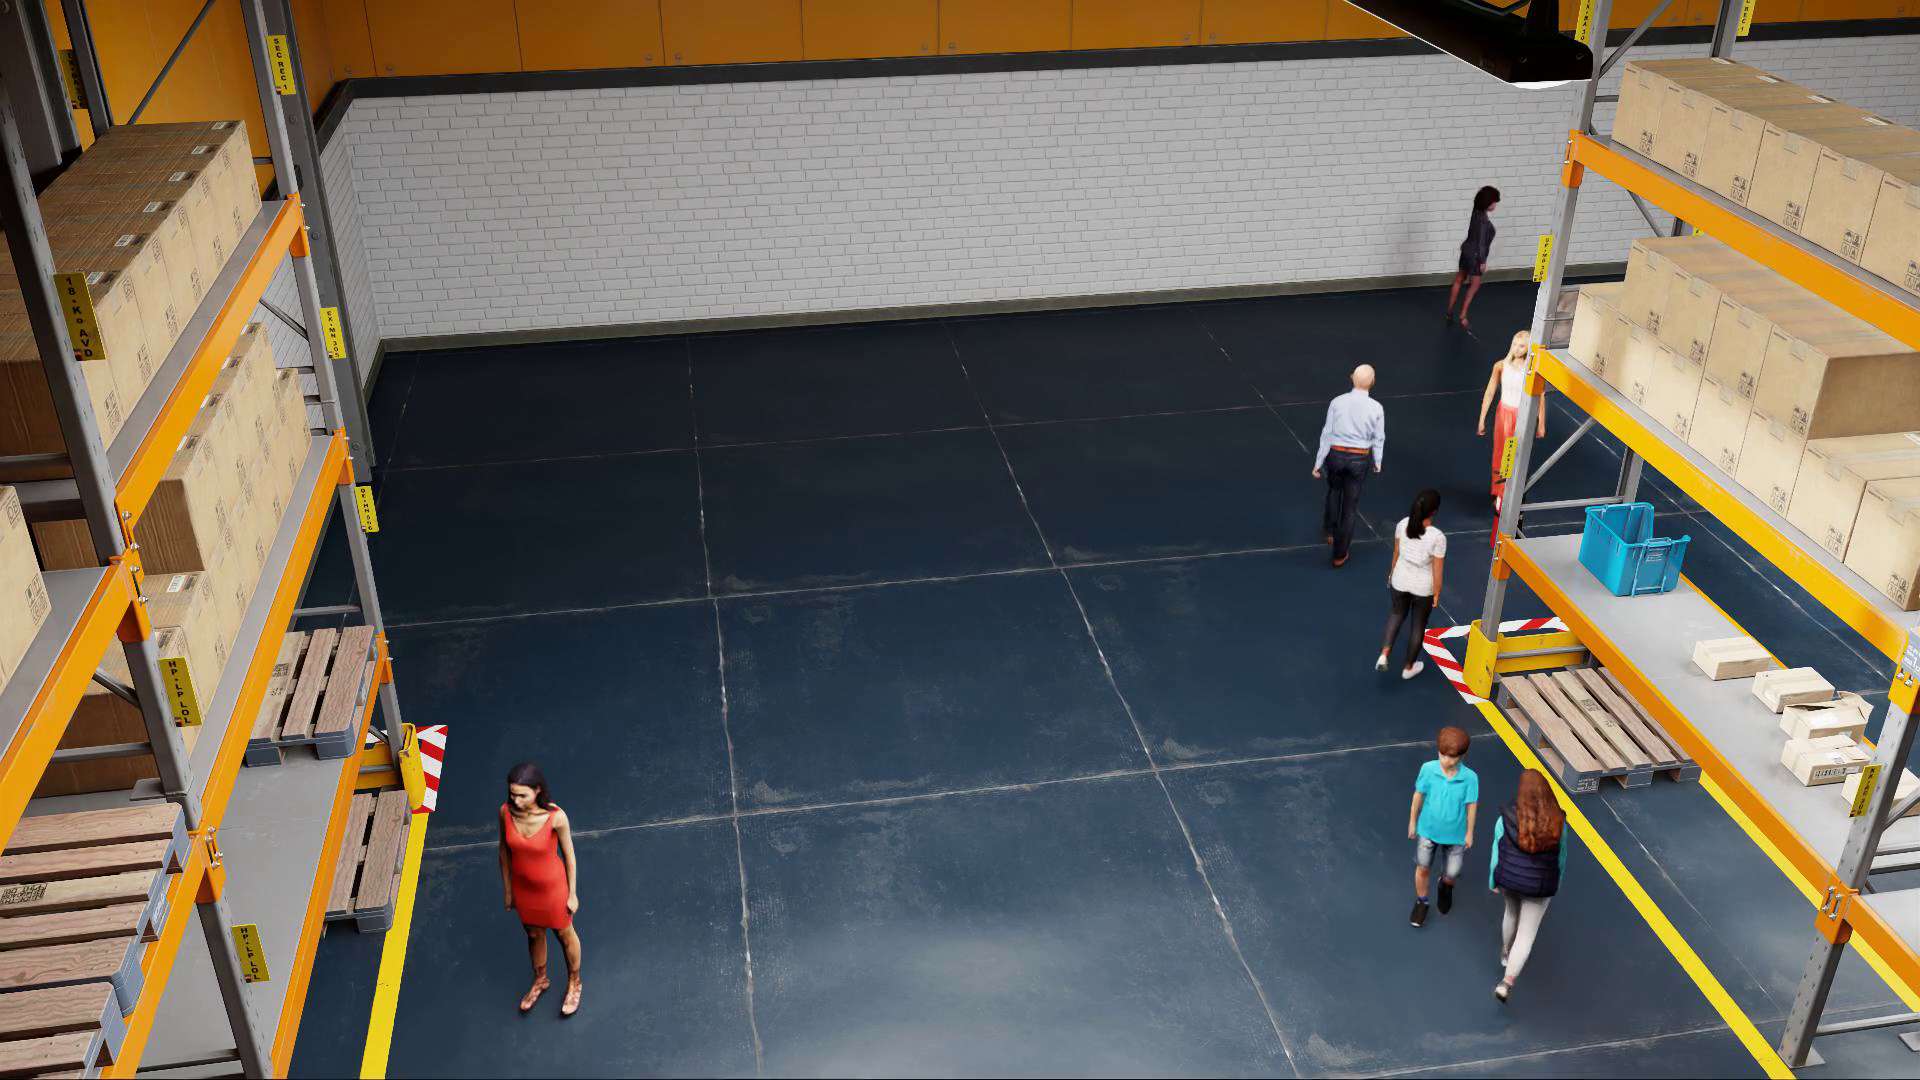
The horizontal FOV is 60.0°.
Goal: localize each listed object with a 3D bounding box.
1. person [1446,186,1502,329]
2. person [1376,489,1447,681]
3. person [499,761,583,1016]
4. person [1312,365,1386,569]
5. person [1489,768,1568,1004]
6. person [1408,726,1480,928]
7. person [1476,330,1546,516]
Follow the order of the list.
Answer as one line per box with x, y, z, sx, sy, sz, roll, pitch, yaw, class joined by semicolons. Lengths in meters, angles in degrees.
5.899;-3.273;19.211;0.783;1.681;0.608;-5;29;-9;person
3.392;0.376;12.568;0.829;1.636;0.871;23;36;36;person
-2.395;1.985;9.533;0.653;1.719;0.616;4;29;8;person
3.302;-0.601;14.229;0.976;1.762;1.084;11;30;19;person
3.292;2.032;9.697;0.895;1.478;1.003;16;32;26;person
2.998;1.734;10.284;0.675;1.439;0.731;13;31;22;person
5.058;-1.096;15.121;0.995;1.775;1.061;18;33;30;person
